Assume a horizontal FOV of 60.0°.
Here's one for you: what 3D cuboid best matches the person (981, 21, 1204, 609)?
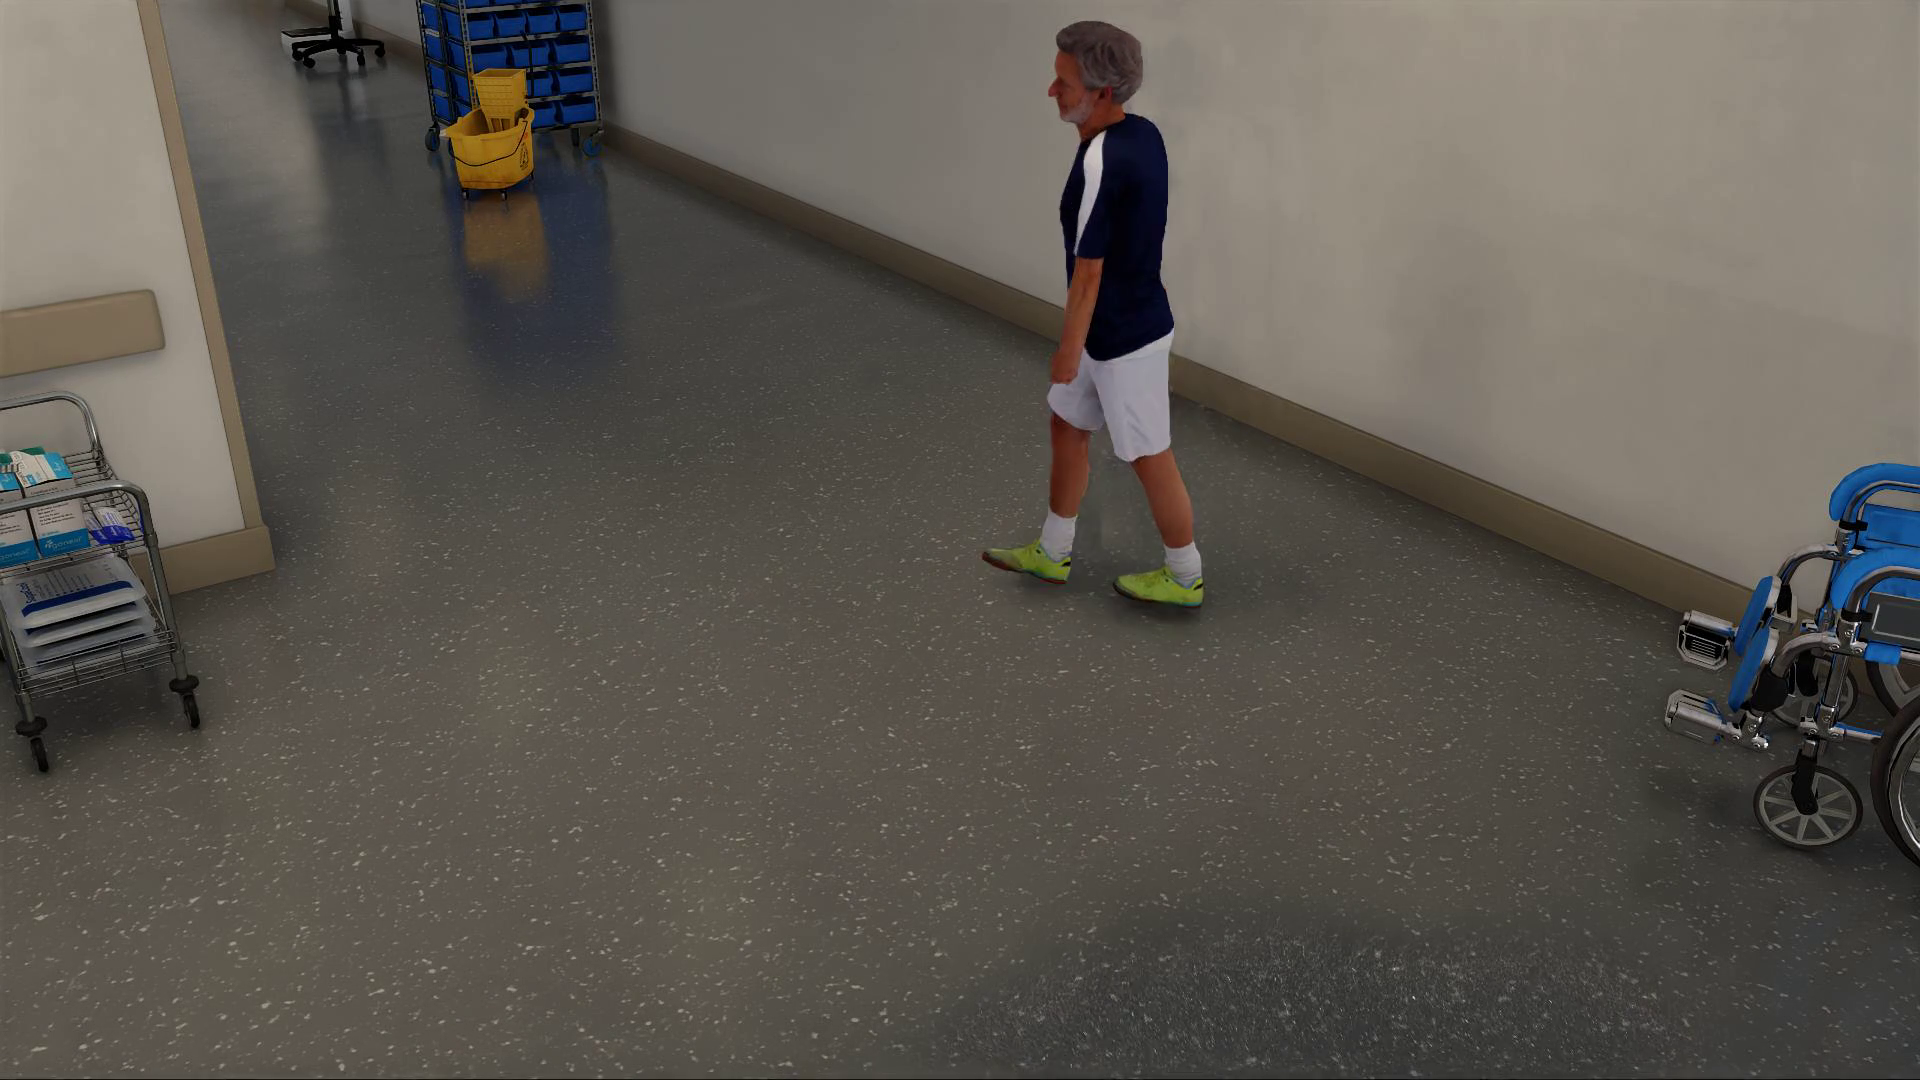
[{"bbox_3d":[0.538,-0.603,4.927,1.073,1.788,1.005,8,27,15],"label":"person"}]
